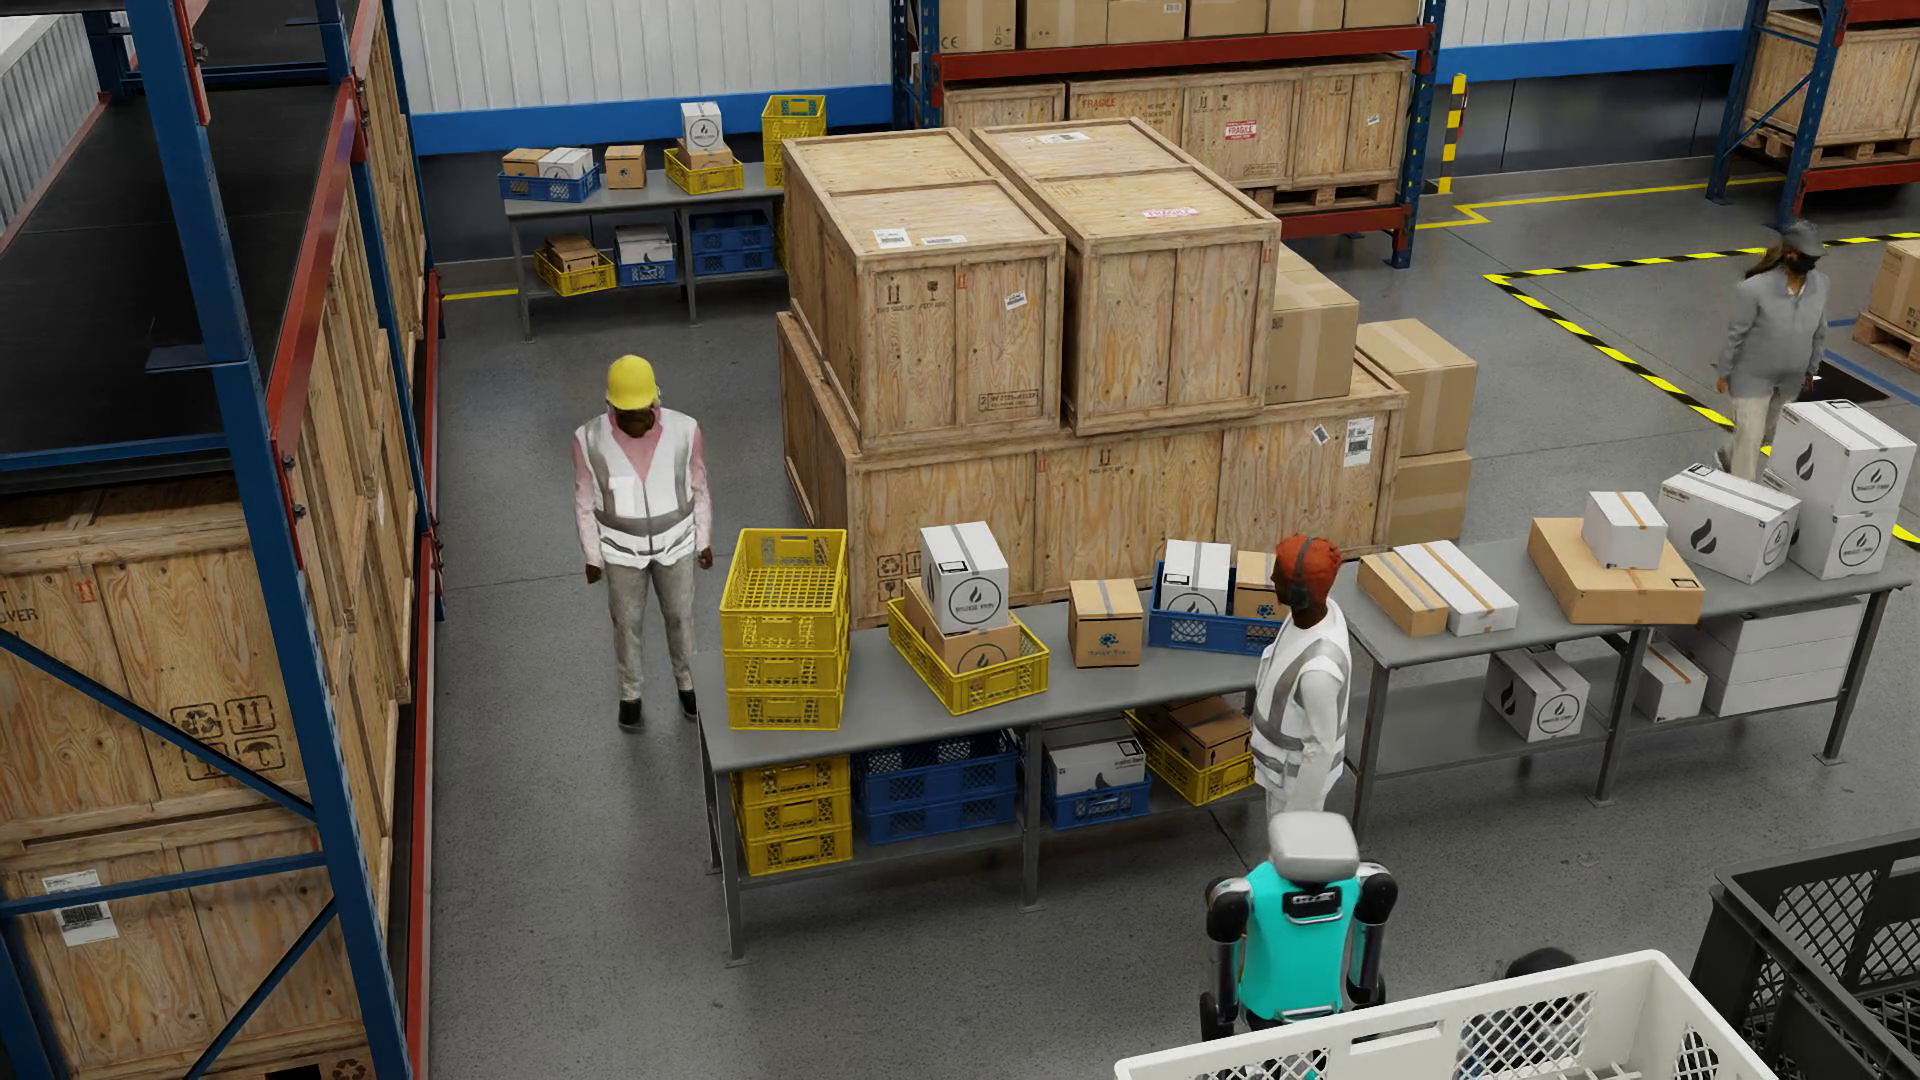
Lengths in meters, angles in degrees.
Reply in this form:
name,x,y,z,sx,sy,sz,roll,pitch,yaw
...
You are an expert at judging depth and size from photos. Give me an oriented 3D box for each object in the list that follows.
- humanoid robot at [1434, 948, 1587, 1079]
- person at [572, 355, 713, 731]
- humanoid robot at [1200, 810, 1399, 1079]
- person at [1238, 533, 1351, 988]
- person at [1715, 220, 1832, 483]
name,x,y,z,sx,sy,sz,roll,pitch,yaw
humanoid robot,1.420,1.741,4.532,0.592,1.634,0.608,-14,32,-24
person,-1.405,0.018,7.466,0.598,1.827,0.404,-8,30,-14
humanoid robot,0.968,1.603,4.582,0.531,1.690,0.738,-5,29,-9
person,1.190,0.818,5.959,0.340,1.881,0.582,3,29,5
person,4.527,-0.956,9.324,0.580,1.745,0.770,-4,29,-8
